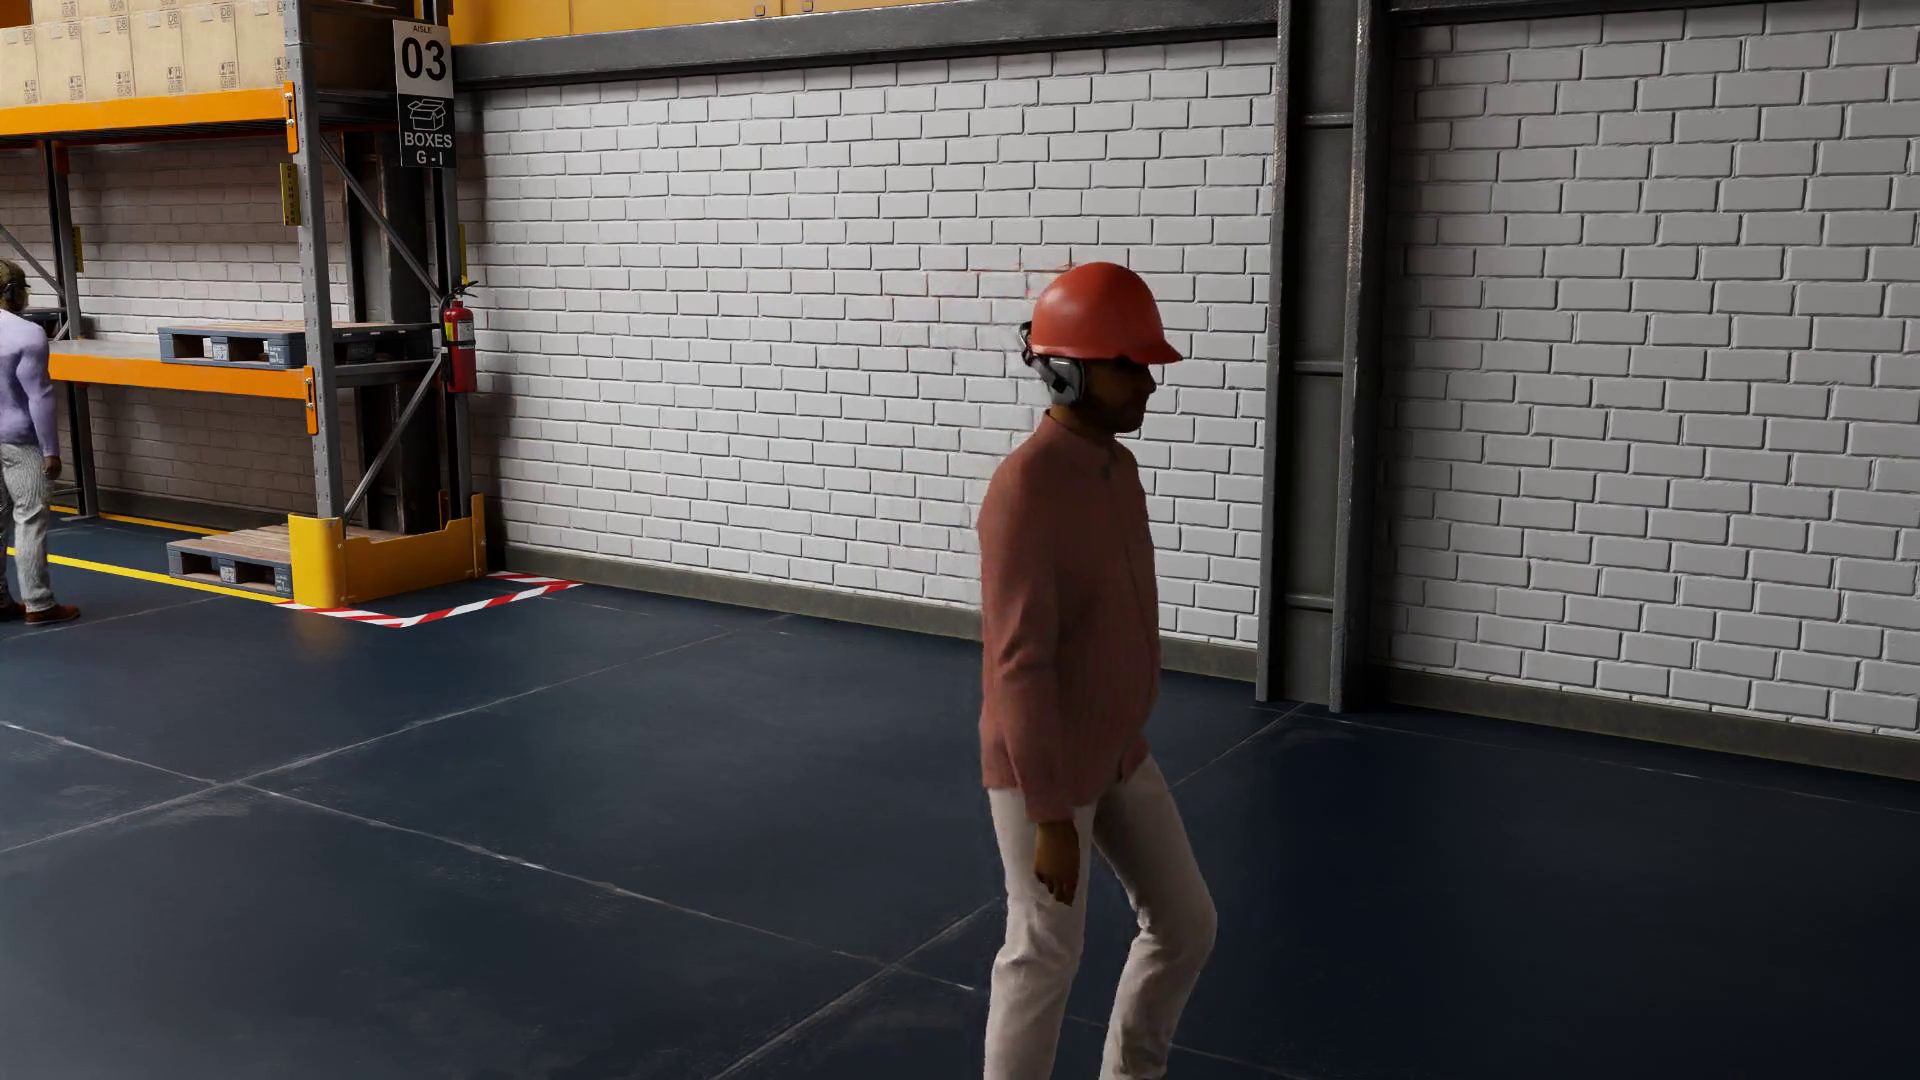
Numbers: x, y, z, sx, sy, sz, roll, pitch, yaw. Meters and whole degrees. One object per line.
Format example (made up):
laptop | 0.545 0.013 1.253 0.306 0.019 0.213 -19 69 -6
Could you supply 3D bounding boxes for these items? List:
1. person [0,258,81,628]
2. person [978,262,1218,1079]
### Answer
person | -4.972 -0.498 8.713 0.641 1.931 0.375 4 11 19
person | 0.323 0.453 3.291 0.617 1.975 0.661 5 11 27
